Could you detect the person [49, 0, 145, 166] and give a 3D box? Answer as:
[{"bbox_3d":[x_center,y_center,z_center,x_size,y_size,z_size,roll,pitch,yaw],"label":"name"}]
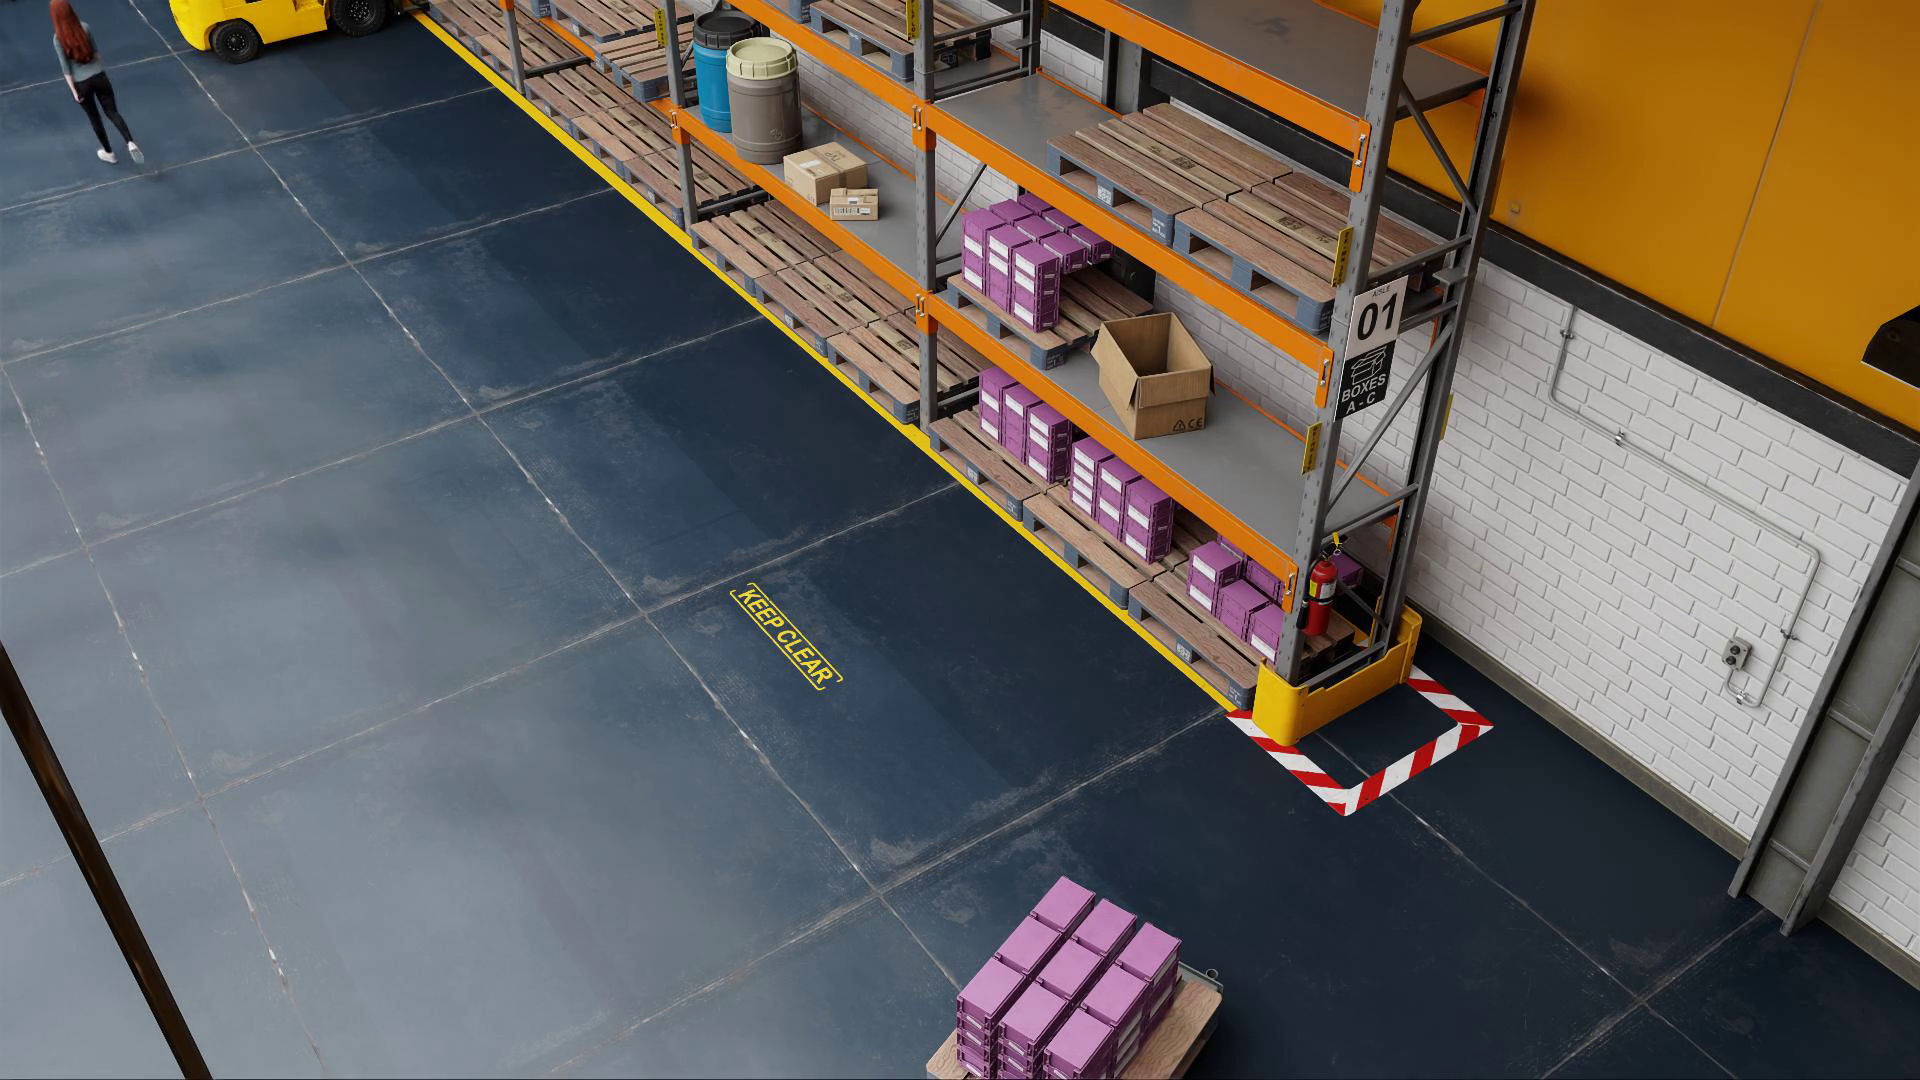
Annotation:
[{"bbox_3d":[-8.506,-4.462,16.378,1.080,1.726,0.755,27,46,30],"label":"person"}]
